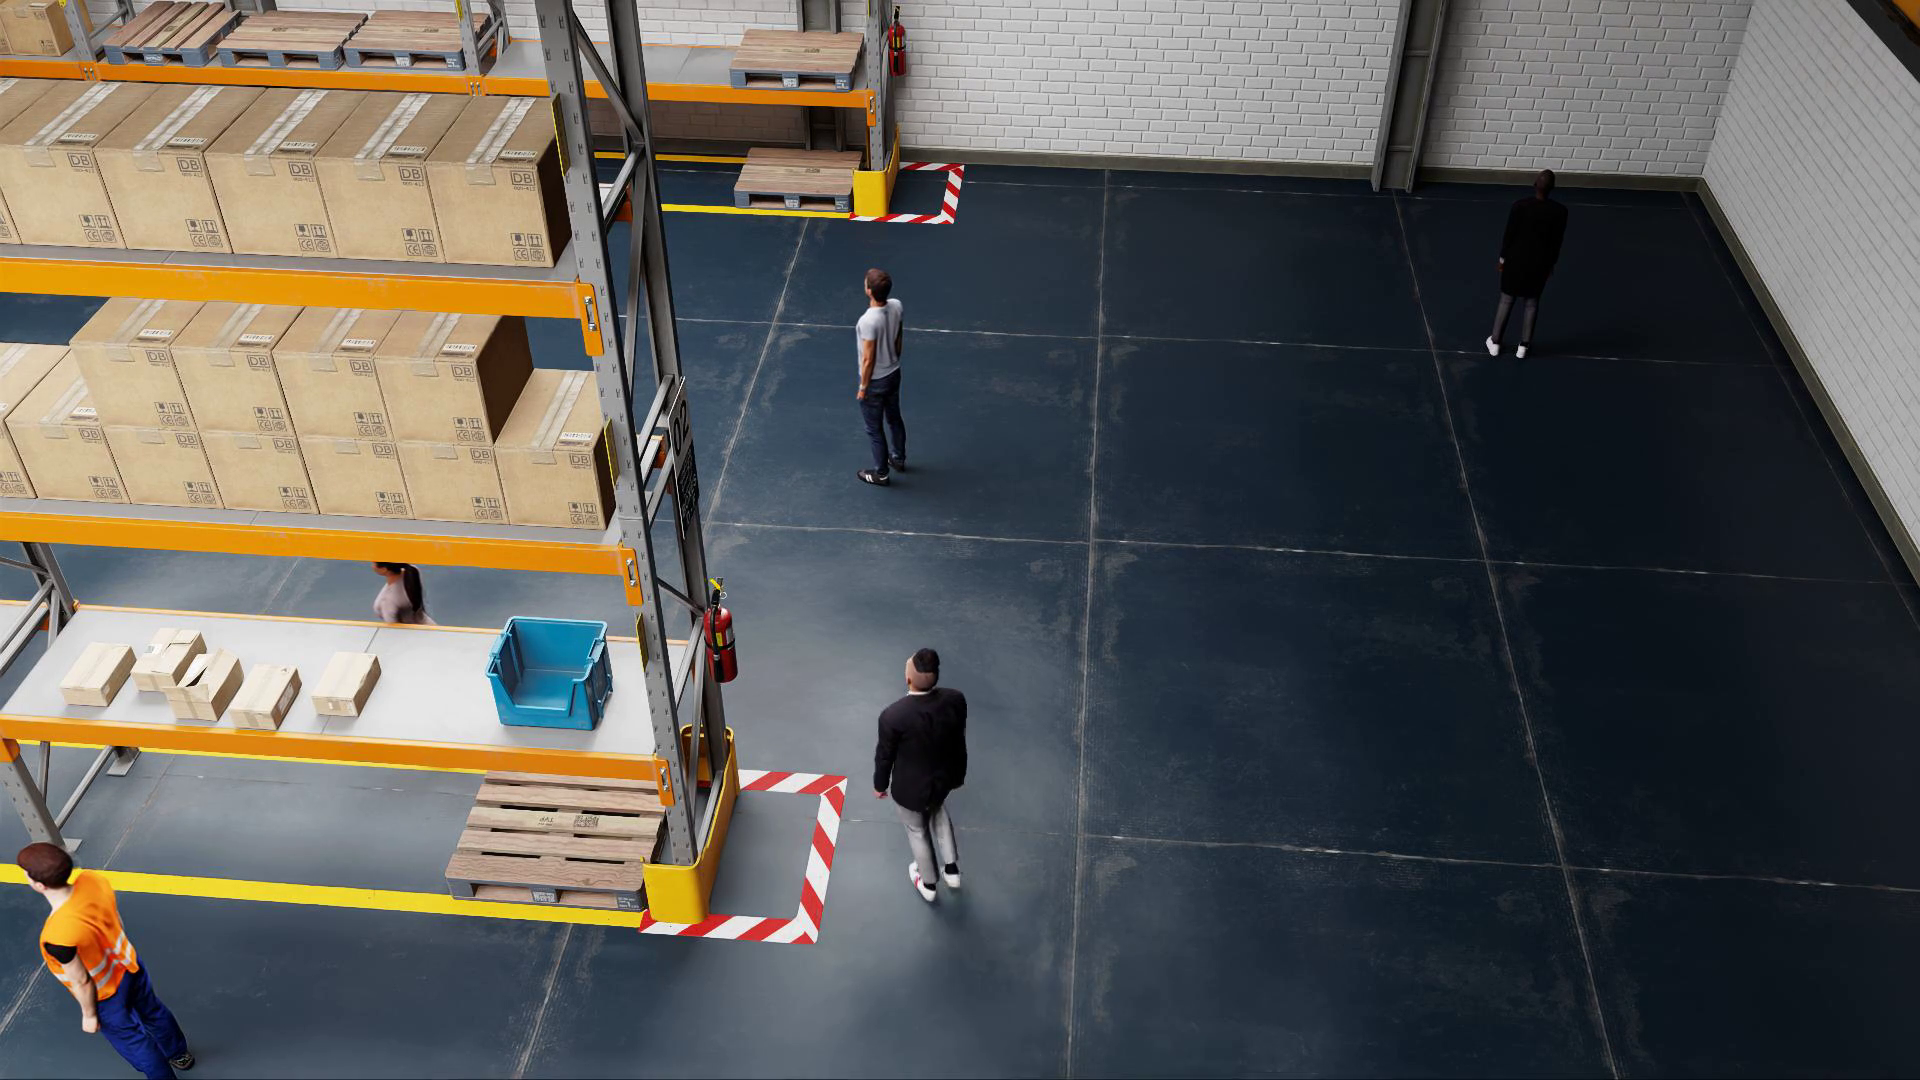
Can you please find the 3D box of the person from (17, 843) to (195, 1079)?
[{"bbox_3d":[-4.366,2.233,8.522,0.645,1.885,0.704,0,39,0],"label":"person"}]

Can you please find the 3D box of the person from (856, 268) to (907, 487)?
[{"bbox_3d":[-0.613,-1.270,12.923,0.718,1.866,0.722,24,45,27],"label":"person"}]

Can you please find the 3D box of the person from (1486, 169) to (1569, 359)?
[{"bbox_3d":[4.913,-2.390,14.410,0.548,1.761,0.739,9,40,11],"label":"person"}]

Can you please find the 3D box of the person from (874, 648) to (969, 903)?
[{"bbox_3d":[-0.168,1.411,9.510,0.826,1.938,0.907,-19,42,-22],"label":"person"}]
